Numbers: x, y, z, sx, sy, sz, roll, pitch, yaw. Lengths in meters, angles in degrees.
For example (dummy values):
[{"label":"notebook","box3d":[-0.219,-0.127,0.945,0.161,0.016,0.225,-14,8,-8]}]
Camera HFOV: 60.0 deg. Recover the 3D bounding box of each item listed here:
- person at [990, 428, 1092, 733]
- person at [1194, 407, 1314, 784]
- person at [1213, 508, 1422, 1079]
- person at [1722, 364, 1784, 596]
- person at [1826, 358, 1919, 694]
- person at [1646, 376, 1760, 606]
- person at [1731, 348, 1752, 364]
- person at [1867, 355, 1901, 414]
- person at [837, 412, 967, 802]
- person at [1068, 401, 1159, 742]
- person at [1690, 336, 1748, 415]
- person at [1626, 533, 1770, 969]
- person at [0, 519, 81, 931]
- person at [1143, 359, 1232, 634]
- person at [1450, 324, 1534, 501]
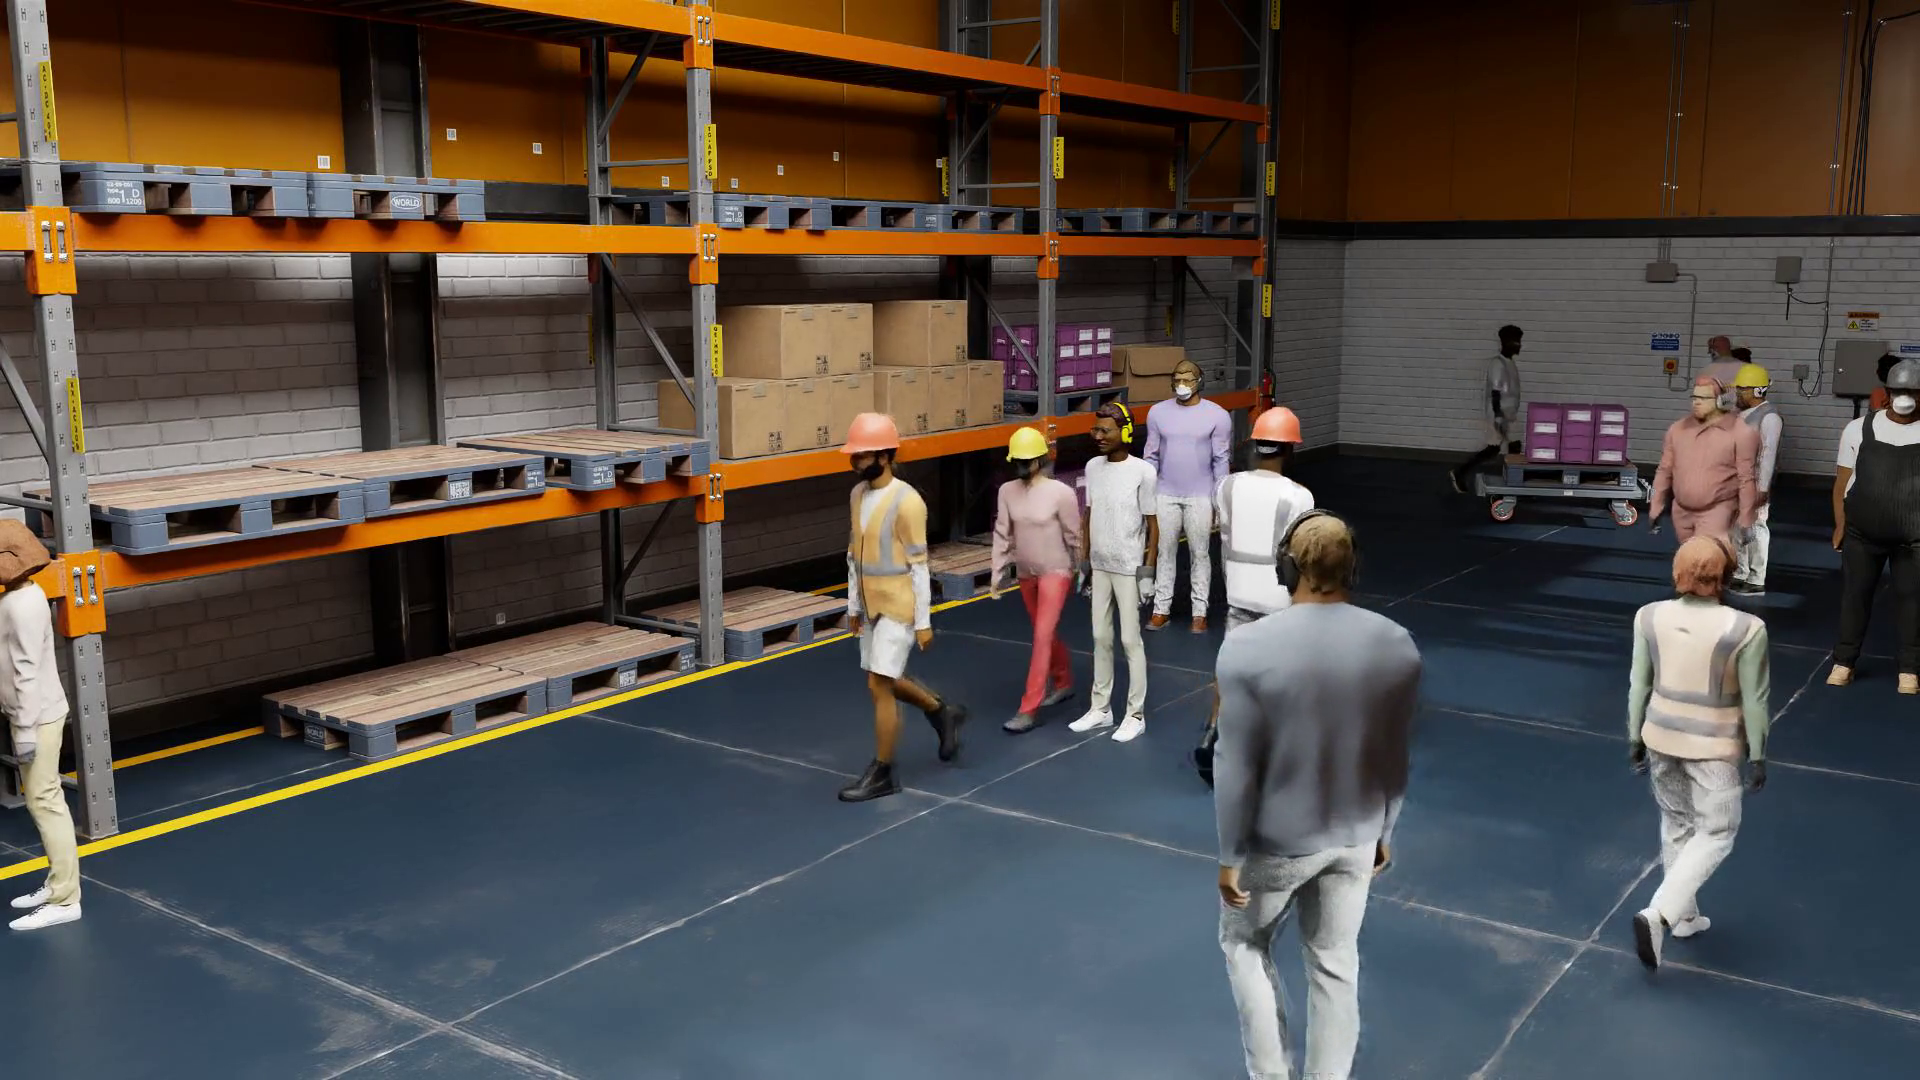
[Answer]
[{"label":"person","box3d":[0.462,0.199,9.484,0.560,1.700,0.933,8,12,38]},{"label":"person","box3d":[1.492,0.288,8.346,0.543,1.910,0.822,7,12,37]},{"label":"person","box3d":[1.012,0.861,4.860,0.641,1.917,0.506,-2,10,-12]},{"label":"person","box3d":[6.213,-0.472,13.115,0.404,1.824,0.586,-1,10,-3]},{"label":"person","box3d":[5.679,-0.083,10.131,0.683,2.000,0.538,6,11,32]},{"label":"person","box3d":[5.064,-0.192,11.365,1.021,1.856,0.664,-6,11,-33]},{"label":"person","box3d":[8.363,-1.226,17.978,0.330,1.694,0.548,2,10,10]},{"label":"person","box3d":[9.229,-1.000,16.621,0.558,1.697,0.318,-5,11,-28]},{"label":"person","box3d":[-0.276,0.310,8.222,0.757,1.914,0.554,-6,12,-34]},{"label":"person","box3d":[0.855,0.170,9.136,0.319,1.870,0.521,-9,13,-44]},{"label":"person","box3d":[7.878,-1.170,17.179,0.722,1.849,0.916,0,10,2]},{"label":"person","box3d":[2.713,0.782,6.209,0.685,1.616,0.523,-7,12,-37]},{"label":"person","box3d":[-3.694,0.720,6.593,0.283,1.625,0.494,-6,11,-33]},{"label":"person","box3d":[1.588,-0.303,11.743,0.627,1.941,0.371,4,10,21]},{"label":"person","box3d":[5.904,-1.407,18.318,0.827,1.938,0.607,8,12,40]}]
